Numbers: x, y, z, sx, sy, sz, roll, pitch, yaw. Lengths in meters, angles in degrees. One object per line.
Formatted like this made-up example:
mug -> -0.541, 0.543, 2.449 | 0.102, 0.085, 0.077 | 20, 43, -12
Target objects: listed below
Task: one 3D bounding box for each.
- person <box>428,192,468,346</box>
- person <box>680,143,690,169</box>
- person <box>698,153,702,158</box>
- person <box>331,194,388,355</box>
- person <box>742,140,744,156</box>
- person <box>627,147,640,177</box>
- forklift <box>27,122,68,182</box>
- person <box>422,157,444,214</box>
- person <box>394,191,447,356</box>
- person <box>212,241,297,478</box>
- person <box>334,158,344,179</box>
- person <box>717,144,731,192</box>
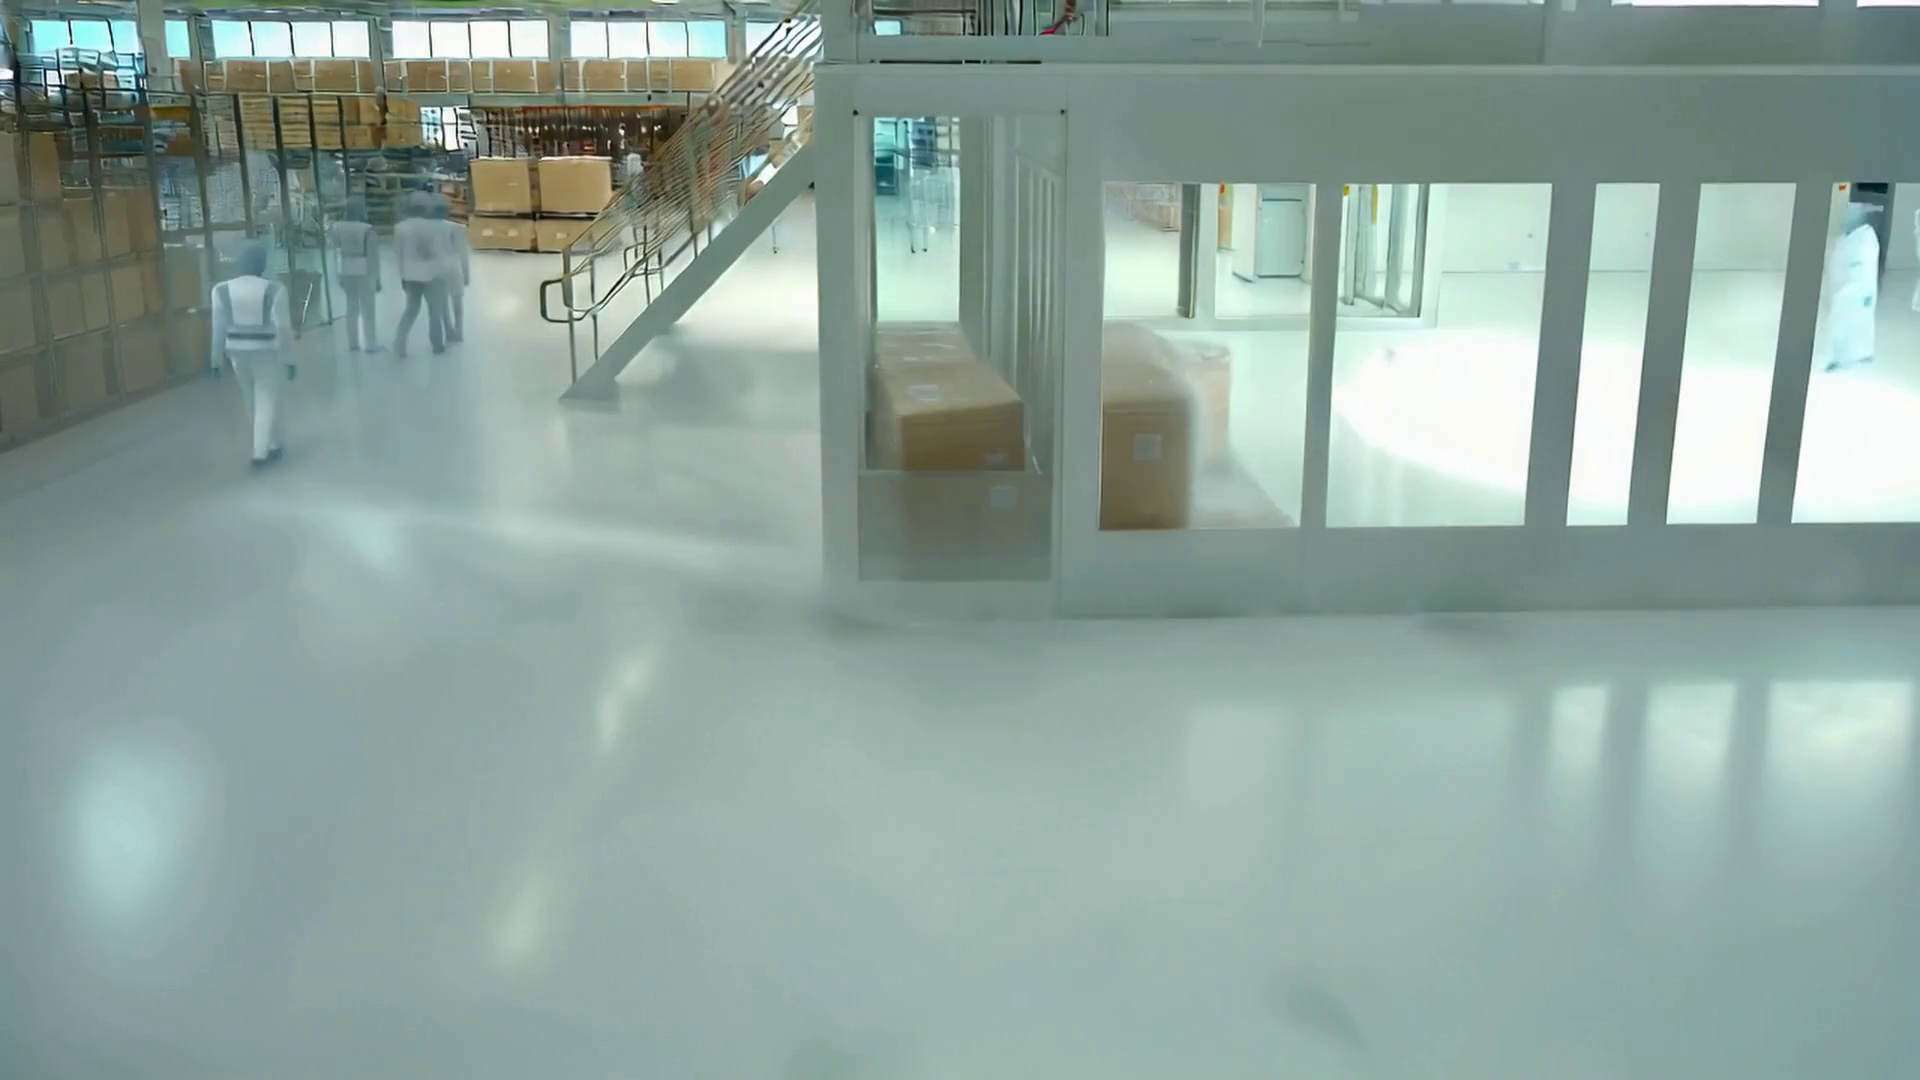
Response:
person -> -6.390, -3.346, 20.658 | 0.542, 1.919, 0.554 | -5, 15, -18
person -> -13.876, -19.224, 84.287 | 0.590, 1.837, 0.404 | -5, 15, -21
person -> -11.571, -16.491, 73.557 | 0.796, 1.740, 0.524 | 0, 14, 0
person -> -7.257, -3.186, 20.022 | 0.593, 1.919, 0.387 | 4, 15, 15
person -> -11.417, -20.299, 88.294 | 0.411, 1.987, 0.607 | -3, 14, -14
person -> -12.232, -13.718, 62.163 | 0.400, 1.901, 0.650 | 8, 16, 30
forklift -> -35.376, -14.773, 64.377 | 1.129, 2.768, 1.873 | -1, 14, -2
person -> -15.393, -10.321, 48.775 | 0.623, 1.792, 0.856 | -9, 17, -33
person -> -6.423, -3.130, 19.710 | 0.617, 1.965, 0.743 | 2, 14, 7
person -> -5.601, -1.425, 13.166 | 0.629, 1.839, 0.998 | -1, 14, -5
person -> -15.847, -8.850, 42.757 | 0.546, 1.881, 1.004 | 11, 18, 37
person -> -8.275, -12.900, 58.580 | 0.361, 2.047, 0.614 | 13, 19, 42
